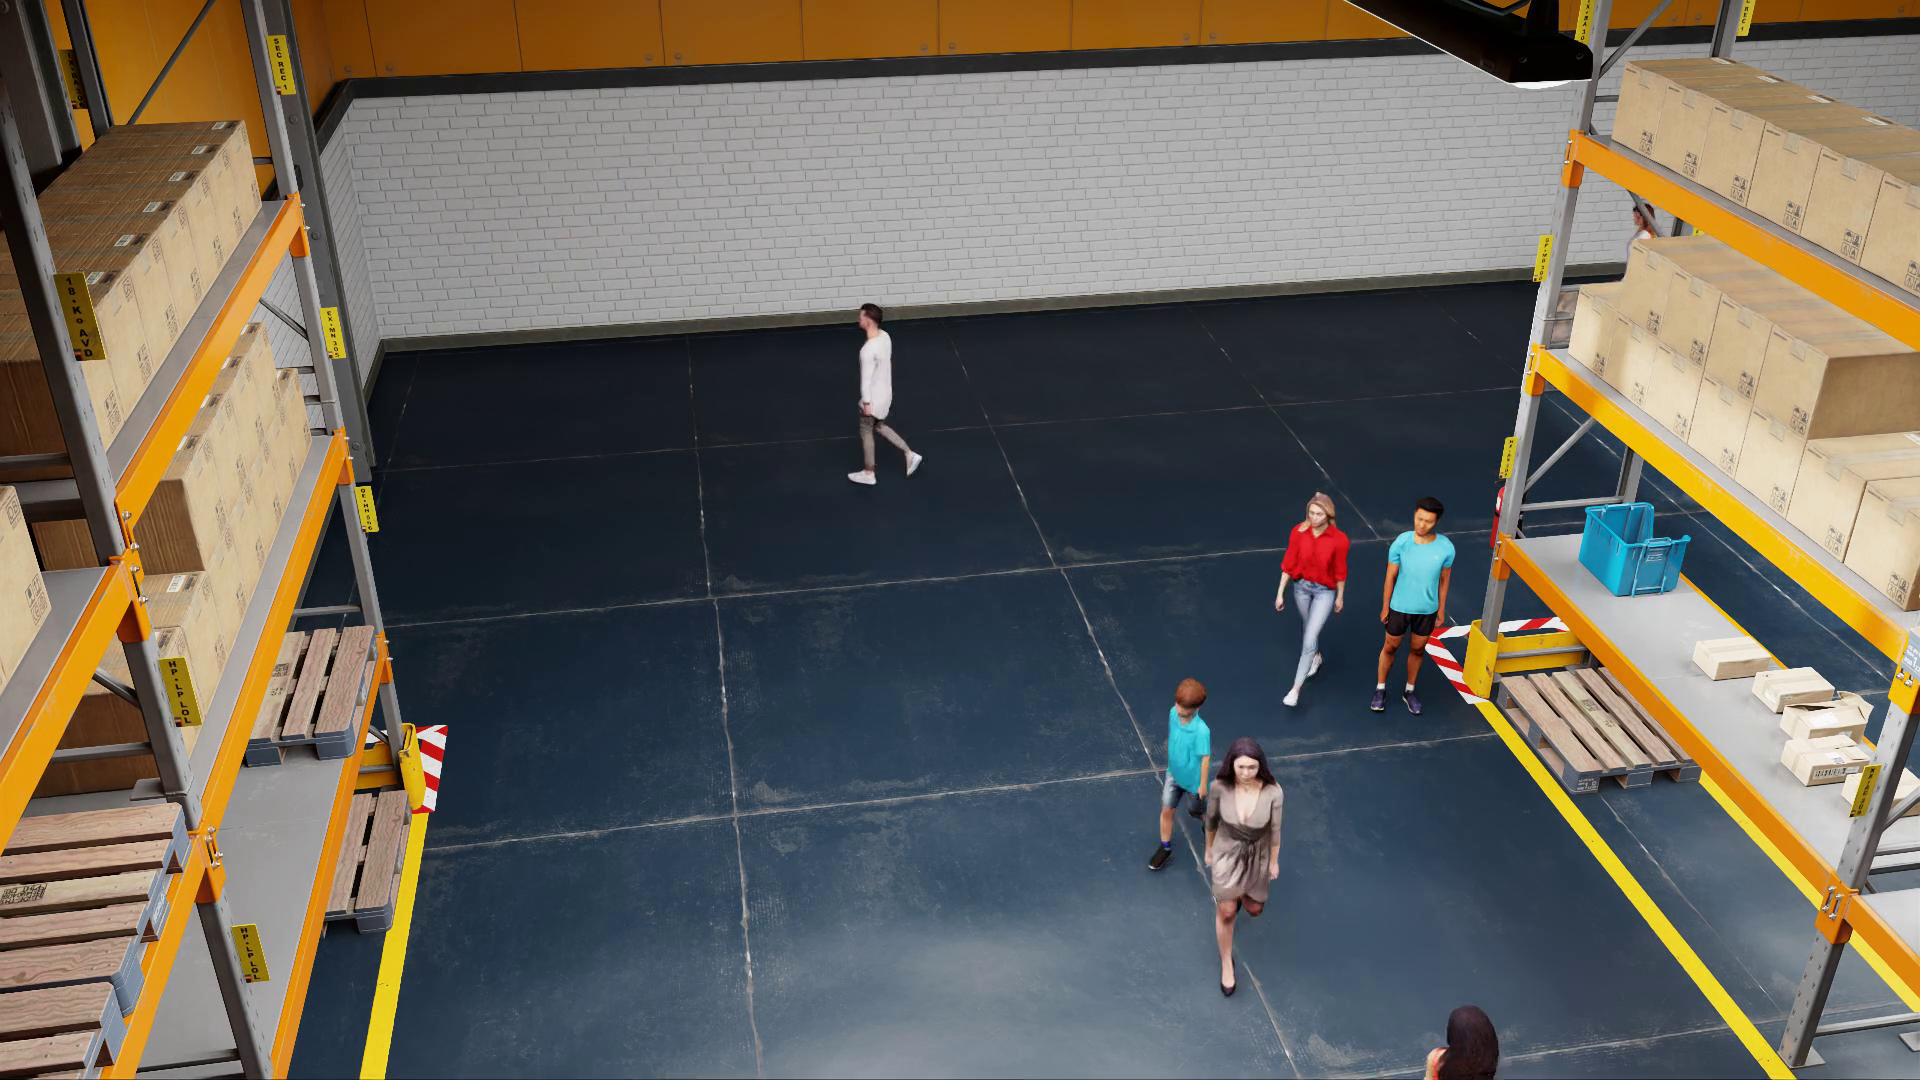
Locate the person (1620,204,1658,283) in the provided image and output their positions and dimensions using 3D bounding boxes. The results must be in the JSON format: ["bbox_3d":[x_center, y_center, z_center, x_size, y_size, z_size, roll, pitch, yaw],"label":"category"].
[{"bbox_3d":[7.501,-2.896,18.457,0.954,1.741,0.713,14,31,24],"label":"person"}]

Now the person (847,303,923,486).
[{"bbox_3d":[-0.721,-1.347,15.528,1.019,1.827,1.028,10,30,18],"label":"person"}]

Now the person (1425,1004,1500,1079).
[{"bbox_3d":[2.290,2.957,7.787,0.850,1.684,0.713,-11,31,-20],"label":"person"}]

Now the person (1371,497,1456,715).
[{"bbox_3d":[3.332,0.477,12.239,0.670,1.775,0.617,3,29,6],"label":"person"}]

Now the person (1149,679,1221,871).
[{"bbox_3d":[1.527,1.475,10.785,0.883,1.416,0.919,-20,34,-32],"label":"person"}]

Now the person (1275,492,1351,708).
[{"bbox_3d":[2.691,0.377,12.546,1.076,1.656,1.180,15,32,26],"label":"person"}]

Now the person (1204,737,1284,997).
[{"bbox_3d":[1.659,1.842,9.782,0.808,1.730,1.026,5,29,9],"label":"person"}]
